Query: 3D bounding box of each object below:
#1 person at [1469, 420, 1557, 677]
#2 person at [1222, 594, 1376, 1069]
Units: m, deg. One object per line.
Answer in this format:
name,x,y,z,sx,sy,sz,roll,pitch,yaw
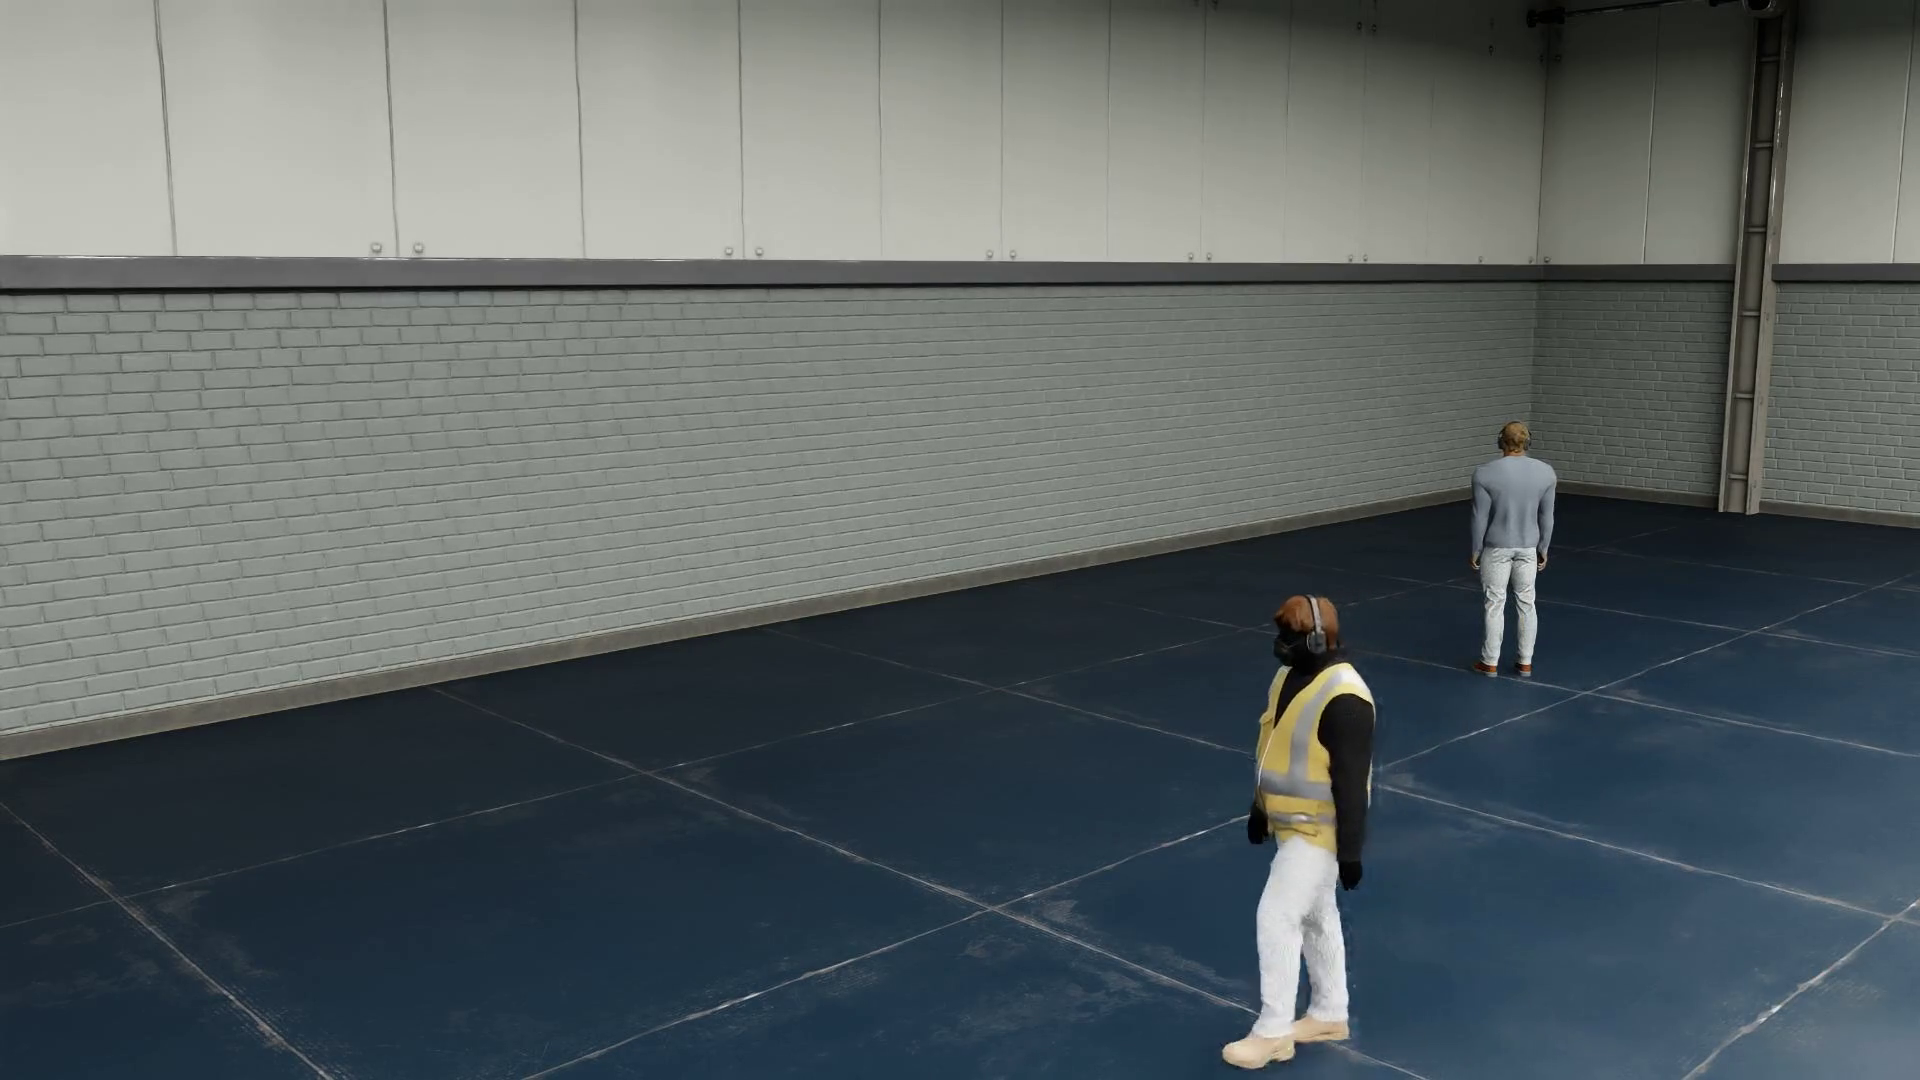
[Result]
person,4.114,0.069,12.460,0.631,1.940,0.372,0,9,-2
person,1.239,1.109,6.388,0.725,1.818,0.645,-1,9,-8
